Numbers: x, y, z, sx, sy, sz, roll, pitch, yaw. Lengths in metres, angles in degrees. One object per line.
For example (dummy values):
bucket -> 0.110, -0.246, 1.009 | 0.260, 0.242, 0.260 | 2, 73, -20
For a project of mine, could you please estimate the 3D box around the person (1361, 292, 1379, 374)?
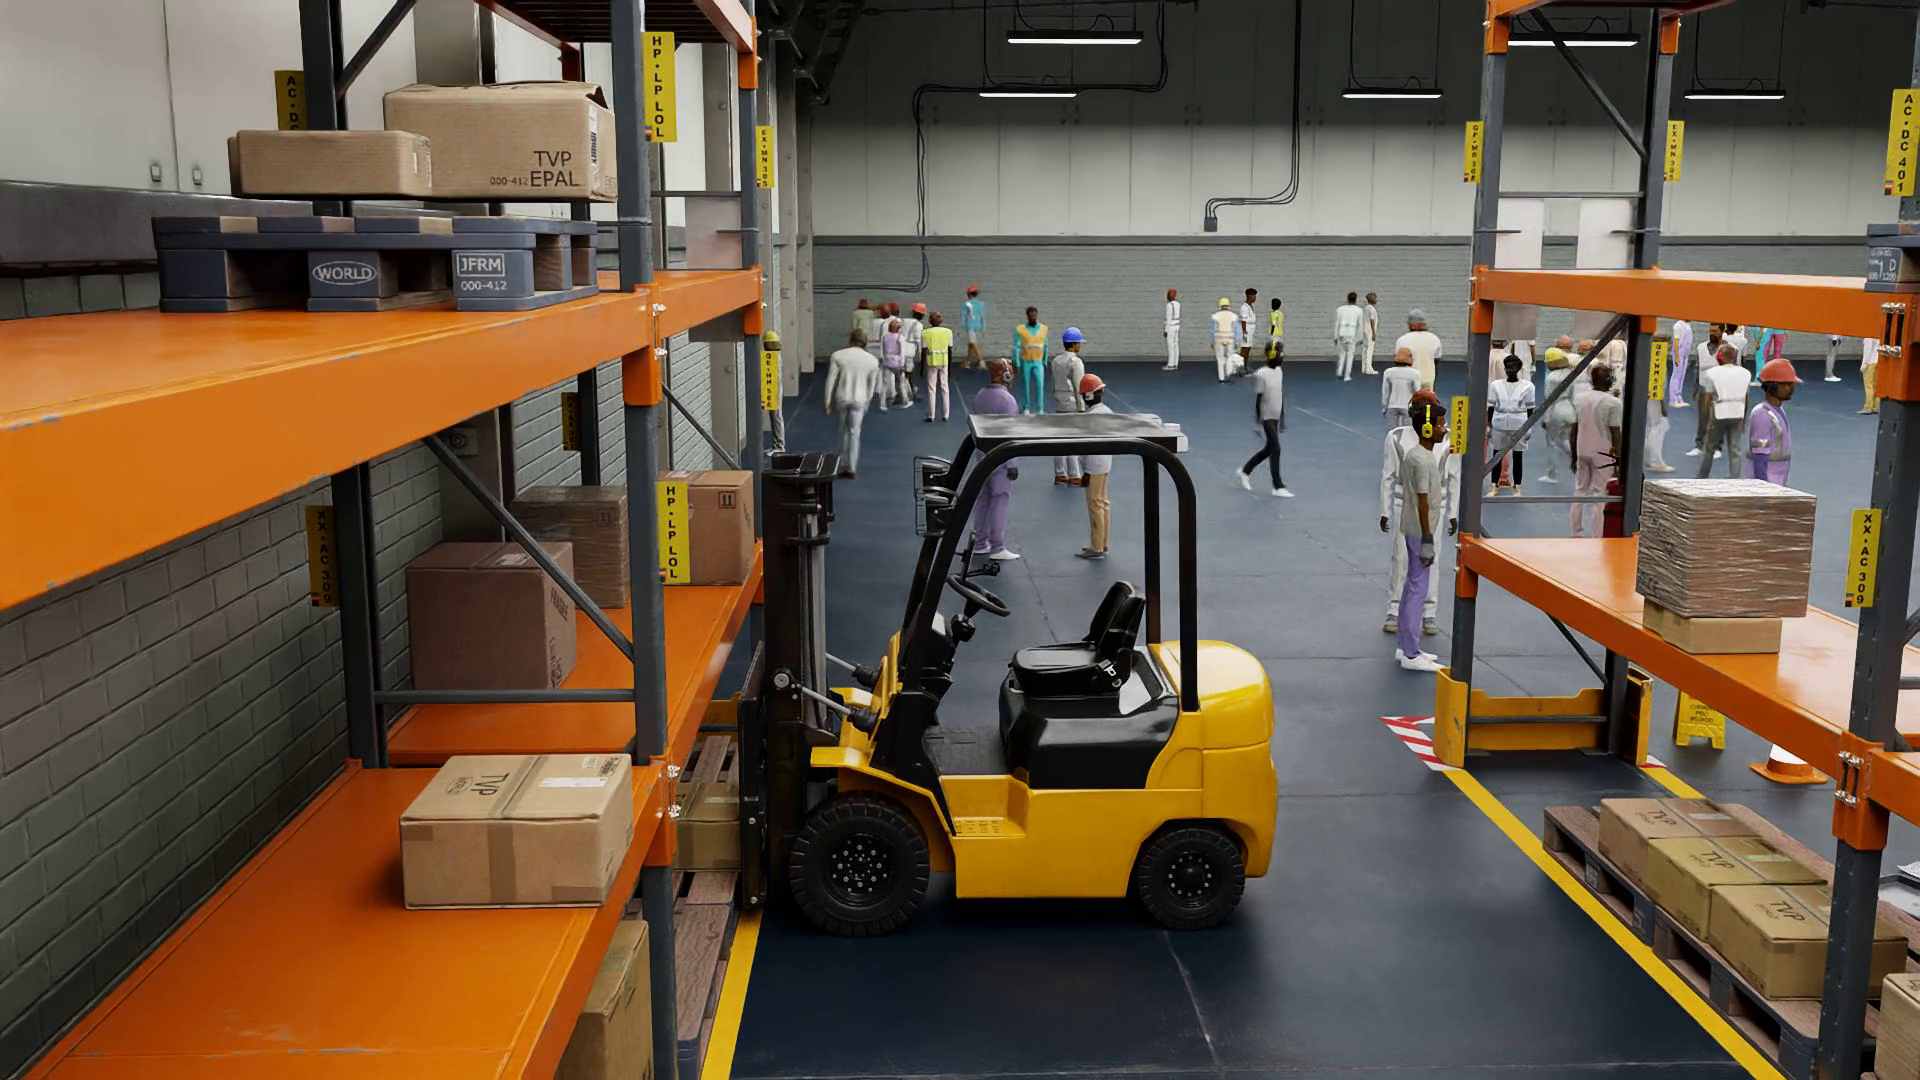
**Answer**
person -> 9.281, -4.668, 37.608 | 0.345, 1.847, 0.508 | -1, 10, -7

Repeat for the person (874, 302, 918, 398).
person -> -1.268, -3.634, 31.904 | 0.602, 1.818, 1.048 | 10, 14, 43

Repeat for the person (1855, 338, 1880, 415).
person -> 15.798, -3.055, 28.862 | 0.533, 1.761, 0.326 | -7, 12, -33

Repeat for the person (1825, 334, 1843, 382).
person -> 18.834, -4.373, 35.737 | 0.369, 1.928, 0.586 | 7, 12, 33

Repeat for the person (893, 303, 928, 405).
person -> -0.887, -3.421, 30.617 | 0.916, 1.860, 0.582 | -6, 12, -32

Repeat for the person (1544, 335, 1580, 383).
person -> 8.716, -2.133, 24.047 | 0.519, 1.645, 0.307 | 3, 11, 15

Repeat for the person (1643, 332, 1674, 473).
person -> 9.066, -1.779, 21.543 | 0.439, 1.832, 0.545 | 4, 11, 22

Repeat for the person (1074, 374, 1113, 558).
person -> 1.255, -0.697, 15.770 | 0.337, 1.743, 0.560 | 4, 11, 19

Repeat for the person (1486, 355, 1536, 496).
person -> 6.355, -1.296, 19.239 | 0.542, 1.695, 0.316 | 5, 11, 28

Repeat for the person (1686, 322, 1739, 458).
person -> 10.455, -2.095, 23.074 | 0.392, 1.920, 0.592 | -8, 13, -36

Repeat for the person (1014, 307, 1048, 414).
person -> 1.232, -3.007, 28.265 | 0.615, 1.872, 0.939 | -2, 10, -11

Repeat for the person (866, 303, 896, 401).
person -> -1.543, -3.506, 31.143 | 0.918, 1.853, 0.576 | -7, 12, -34

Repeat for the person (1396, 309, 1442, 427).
person -> 6.485, -2.279, 23.754 | 0.687, 2.000, 0.536 | -2, 10, -11

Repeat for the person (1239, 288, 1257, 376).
person -> 6.434, -4.648, 37.191 | 0.377, 1.958, 0.602 | 5, 11, 24

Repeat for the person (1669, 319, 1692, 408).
person -> 13.038, -3.306, 30.032 | 0.346, 1.843, 0.507 | 10, 14, 43

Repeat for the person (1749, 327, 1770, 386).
person -> 16.616, -4.109, 34.536 | 0.359, 1.835, 0.512 | 6, 12, 30

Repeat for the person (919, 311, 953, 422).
person -> -0.390, -2.875, 27.605 | 0.563, 1.850, 0.389 | -4, 11, -19

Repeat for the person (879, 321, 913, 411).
person -> -1.166, -3.090, 29.521 | 0.523, 1.588, 0.860 | 6, 12, 28

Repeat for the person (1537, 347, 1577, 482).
person -> 7.423, -1.524, 20.484 | 0.521, 1.697, 0.613 | -6, 12, -30

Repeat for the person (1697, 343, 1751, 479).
person -> 8.980, -1.407, 19.565 | 0.570, 1.805, 0.669 | 0, 10, -2

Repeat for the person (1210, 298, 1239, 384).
person -> 5.557, -4.189, 35.038 | 0.601, 1.805, 0.532 | 0, 10, 1

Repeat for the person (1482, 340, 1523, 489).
person -> 6.501, -1.617, 20.195 | 0.622, 1.994, 0.381 | 5, 11, 25

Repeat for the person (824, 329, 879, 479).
person -> -1.379, -1.737, 21.210 | 0.683, 1.872, 0.867 | -1, 10, -4

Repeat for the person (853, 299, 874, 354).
person -> -2.301, -4.941, 39.721 | 0.505, 1.633, 0.279 | -1, 10, -7

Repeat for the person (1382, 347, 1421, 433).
person -> 5.725, -1.684, 21.574 | 0.508, 1.632, 0.265 | 6, 12, 31

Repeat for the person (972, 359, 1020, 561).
person -> 0.368, -0.763, 15.732 | 0.398, 1.899, 0.647 | -5, 12, -28

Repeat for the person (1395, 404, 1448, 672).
person -> 3.254, -0.023, 11.663 | 0.328, 1.872, 0.512 | 1, 10, 7

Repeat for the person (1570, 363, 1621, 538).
person -> 6.084, -0.770, 15.930 | 0.326, 1.840, 0.534 | -7, 13, -36

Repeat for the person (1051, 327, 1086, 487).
person -> 1.344, -1.617, 20.325 | 0.385, 1.948, 0.602 | -6, 12, -30

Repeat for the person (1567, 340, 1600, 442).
person -> 8.732, -2.000, 23.352 | 0.312, 1.634, 0.514 | -8, 13, -39

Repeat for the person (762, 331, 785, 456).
person -> -2.638, -2.053, 23.328 | 0.307, 1.743, 0.494 | -3, 11, -15

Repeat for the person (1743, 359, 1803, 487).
person -> 6.594, -0.452, 13.563 | 0.365, 2.048, 0.608 | 7, 12, 34

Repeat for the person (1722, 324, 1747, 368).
person -> 11.609, -2.444, 25.150 | 0.517, 1.874, 0.328 | 0, 10, -1

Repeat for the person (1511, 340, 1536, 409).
person -> 9.534, -2.971, 28.096 | 0.316, 1.867, 0.531 | -5, 11, -27

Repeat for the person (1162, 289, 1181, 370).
person -> 4.955, -4.931, 38.971 | 0.355, 1.883, 0.573 | 7, 12, 33

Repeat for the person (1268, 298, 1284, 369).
person -> 7.235, -4.696, 38.182 | 0.316, 1.695, 0.542 | 6, 12, 32

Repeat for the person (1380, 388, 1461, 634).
person -> 3.508, -0.217, 12.705 | 0.583, 1.882, 0.337 | 3, 10, 14

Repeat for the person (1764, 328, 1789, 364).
person -> 18.078, -4.619, 36.917 | 0.624, 1.992, 0.386 | 2, 10, 12

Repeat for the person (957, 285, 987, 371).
person -> 0.322, -4.921, 38.657 | 0.626, 1.994, 1.059 | -8, 13, -39

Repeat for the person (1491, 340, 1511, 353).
person -> 9.929, -3.306, 30.582 | 0.307, 1.645, 0.512 | -2, 10, -12

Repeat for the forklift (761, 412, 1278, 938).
forklift -> 0.291, 0.548, 7.580 | 2.313, 2.155, 1.214 | 0, 10, -2

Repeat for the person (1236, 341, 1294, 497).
person -> 3.618, -1.445, 19.705 | 0.867, 1.834, 0.569 | 9, 14, 41

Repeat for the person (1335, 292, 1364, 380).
person -> 8.438, -4.406, 36.012 | 0.599, 1.897, 0.549 | 7, 12, 34

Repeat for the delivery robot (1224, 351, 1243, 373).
delivery robot -> 6.089, -3.951, 36.950 | 0.477, 0.478, 0.707 | 3, 11, 17
